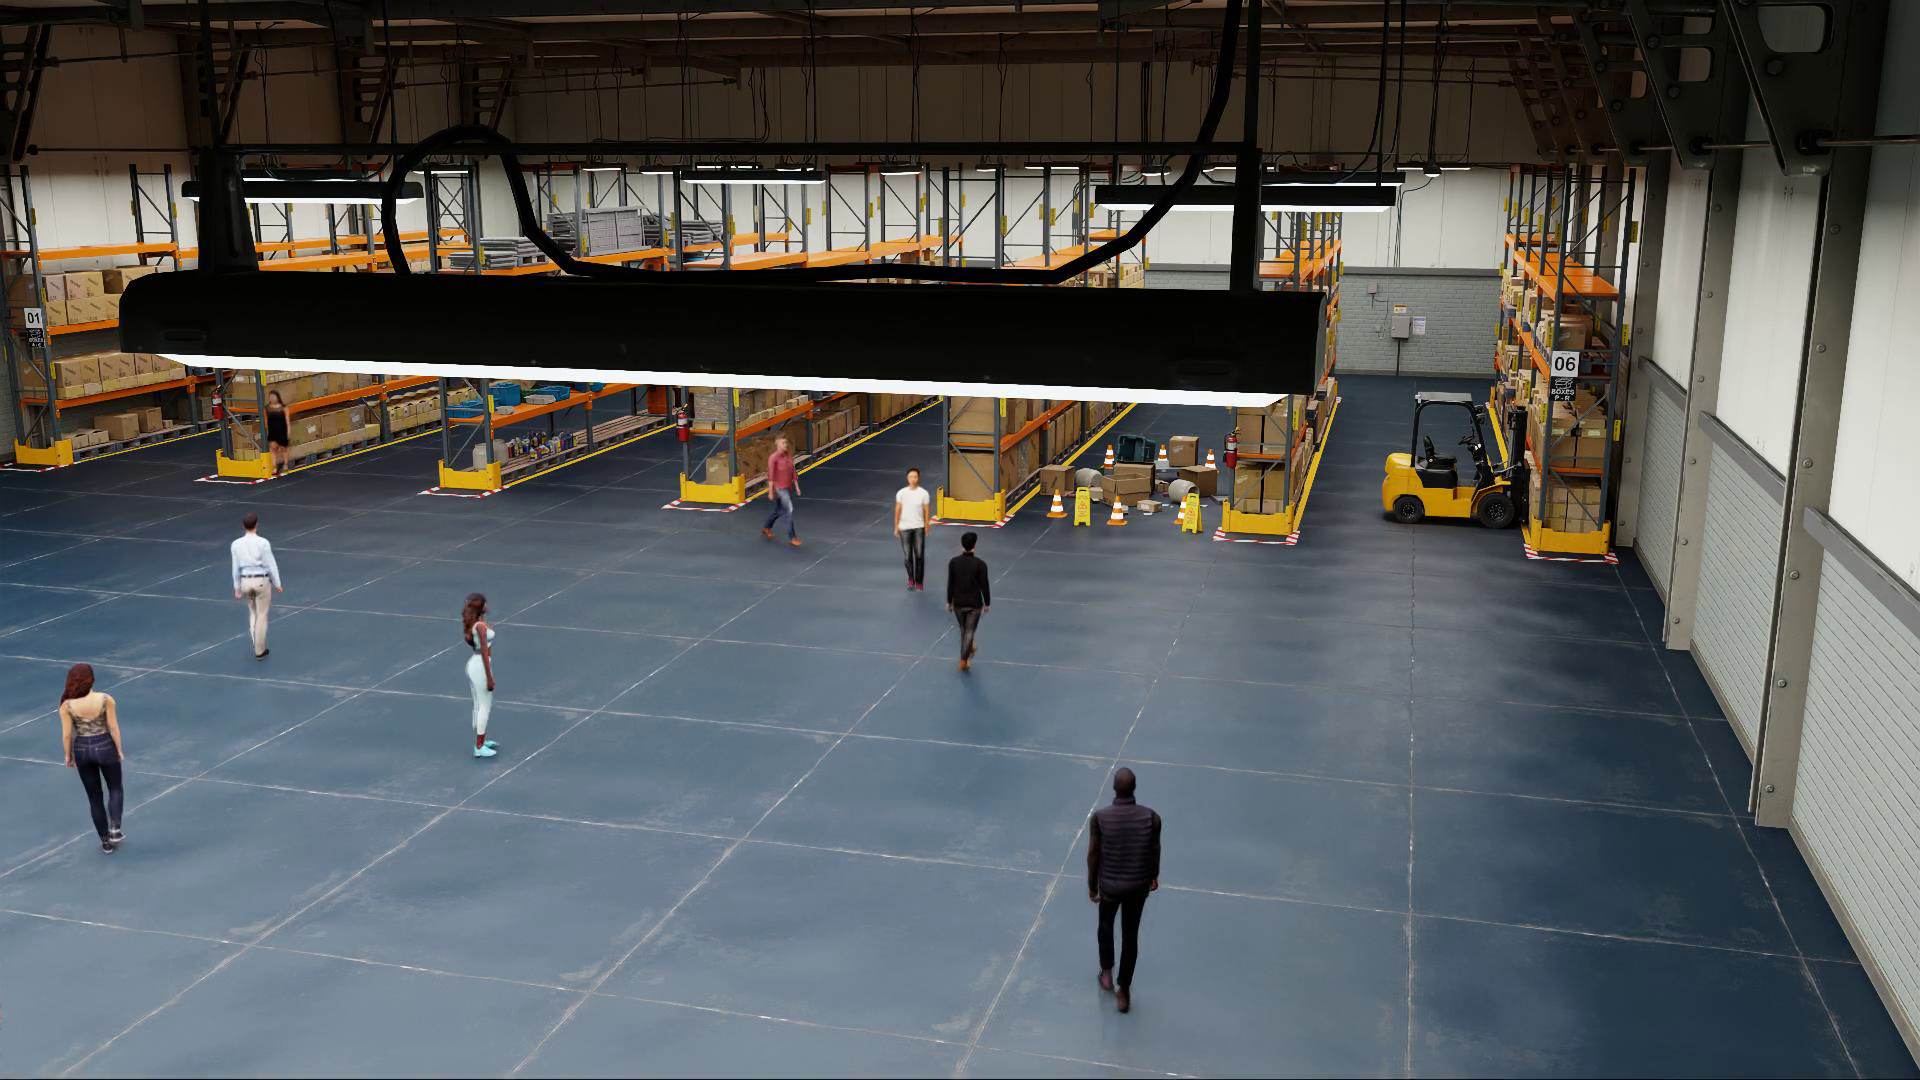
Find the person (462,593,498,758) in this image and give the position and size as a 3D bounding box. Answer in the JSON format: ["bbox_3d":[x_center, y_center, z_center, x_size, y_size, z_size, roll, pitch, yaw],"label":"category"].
[{"bbox_3d":[-5.056,1.419,17.514,0.812,1.713,0.757,-5,14,-20],"label":"person"}]

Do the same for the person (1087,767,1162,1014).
[{"bbox_3d":[1.201,2.589,12.230,0.770,1.817,0.837,1,13,5],"label":"person"}]

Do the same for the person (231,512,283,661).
[{"bbox_3d":[-8.831,0.600,20.795,0.763,1.829,0.910,0,13,2],"label":"person"}]

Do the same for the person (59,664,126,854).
[{"bbox_3d":[-7.776,1.984,14.969,0.730,1.761,0.777,-6,14,-25],"label":"person"}]

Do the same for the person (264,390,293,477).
[{"bbox_3d":[-13.409,-2.089,32.776,0.949,1.663,1.174,-2,13,-8],"label":"person"}]

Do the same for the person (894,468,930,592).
[{"bbox_3d":[-0.691,-0.174,24.248,0.735,1.780,0.907,1,13,6],"label":"person"}]

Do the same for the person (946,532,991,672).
[{"bbox_3d":[0.077,0.779,20.341,0.693,1.686,1.077,4,14,18],"label":"person"}]

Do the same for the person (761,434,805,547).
[{"bbox_3d":[-2.948,-0.812,27.000,1.018,1.781,1.273,9,16,33],"label":"person"}]
